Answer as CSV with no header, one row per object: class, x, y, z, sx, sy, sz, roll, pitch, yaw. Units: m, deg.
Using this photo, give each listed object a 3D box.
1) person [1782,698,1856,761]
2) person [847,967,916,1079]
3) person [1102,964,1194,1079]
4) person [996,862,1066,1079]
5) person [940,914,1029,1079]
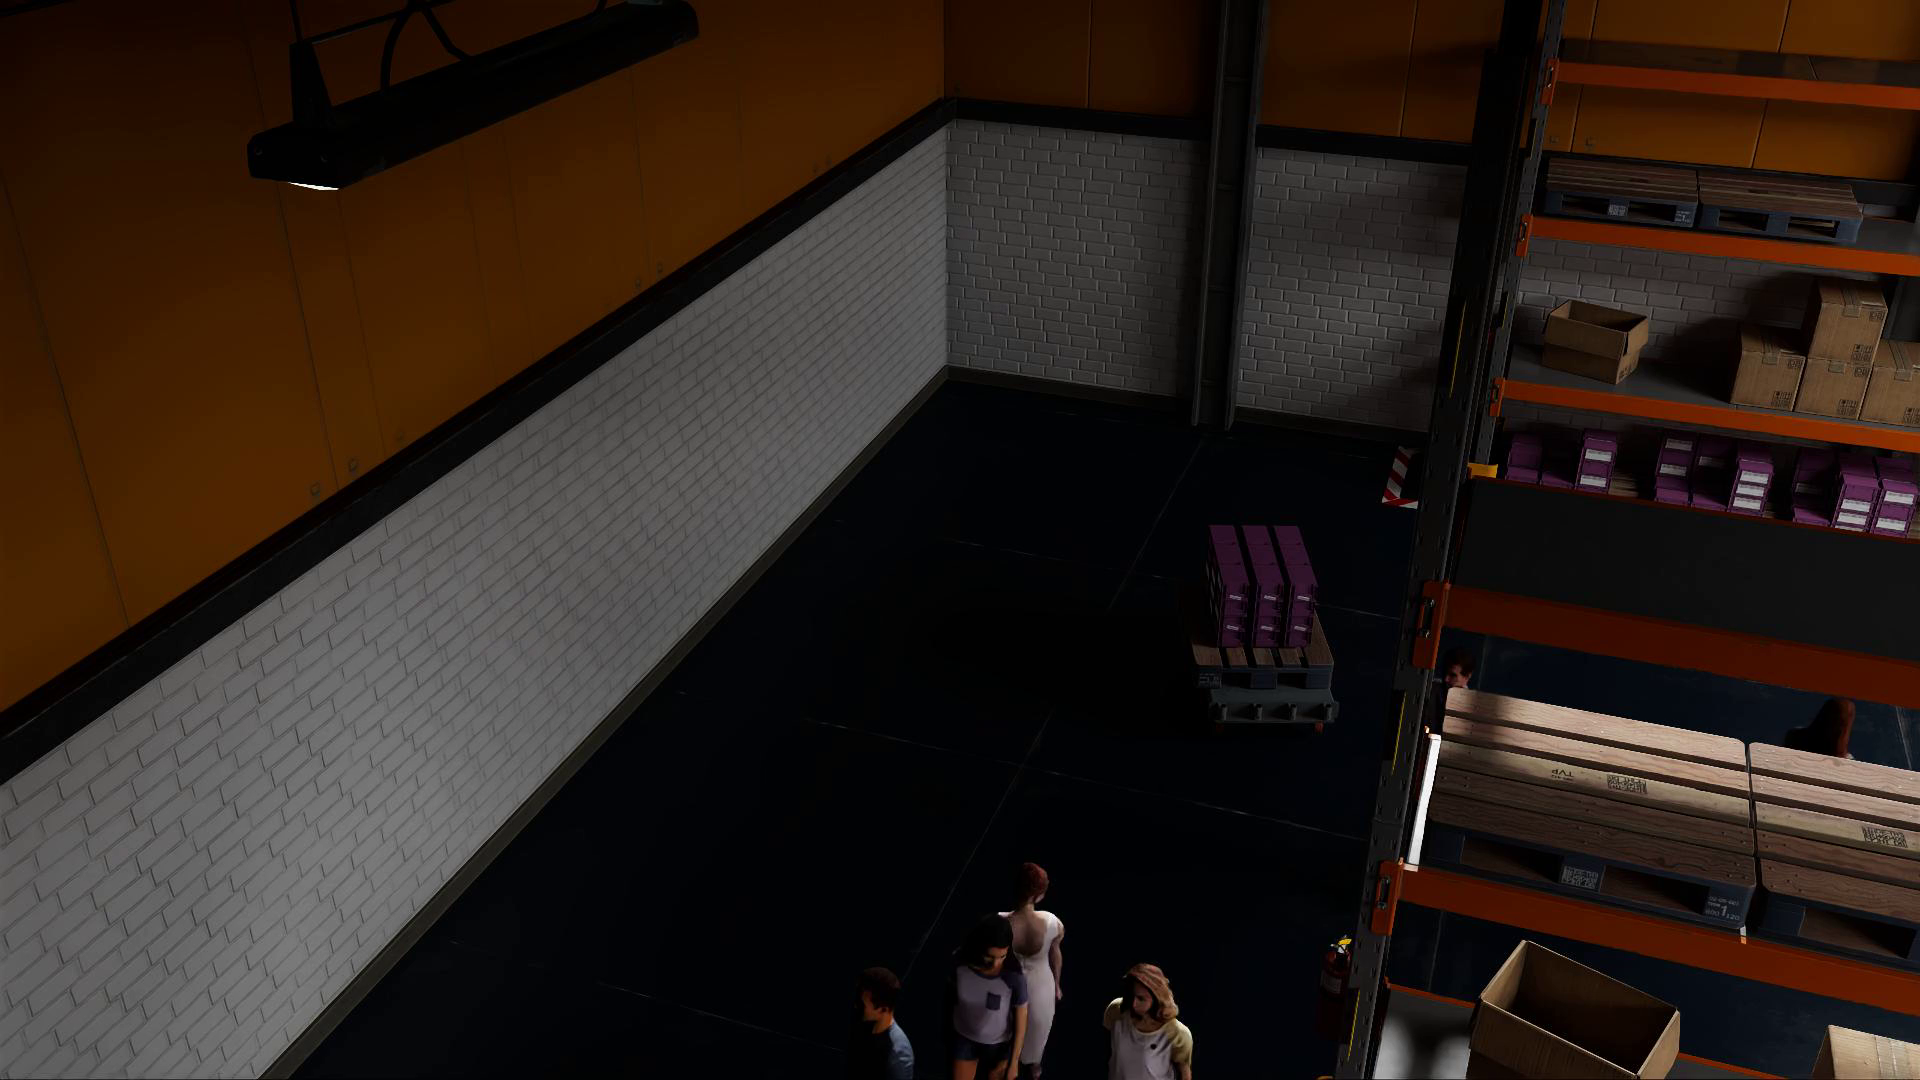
person,5.030,1.698,10.049,0.953,1.685,0.954,-20,34,-32
person,-0.372,2.756,7.979,0.778,1.810,0.706,-14,32,-24
person,0.940,2.696,8.210,1.052,1.694,0.760,13,31,23
person,0.340,2.457,8.580,1.035,1.760,0.789,1,29,3
person,0.146,2.513,8.553,0.934,1.688,0.728,12,31,20
